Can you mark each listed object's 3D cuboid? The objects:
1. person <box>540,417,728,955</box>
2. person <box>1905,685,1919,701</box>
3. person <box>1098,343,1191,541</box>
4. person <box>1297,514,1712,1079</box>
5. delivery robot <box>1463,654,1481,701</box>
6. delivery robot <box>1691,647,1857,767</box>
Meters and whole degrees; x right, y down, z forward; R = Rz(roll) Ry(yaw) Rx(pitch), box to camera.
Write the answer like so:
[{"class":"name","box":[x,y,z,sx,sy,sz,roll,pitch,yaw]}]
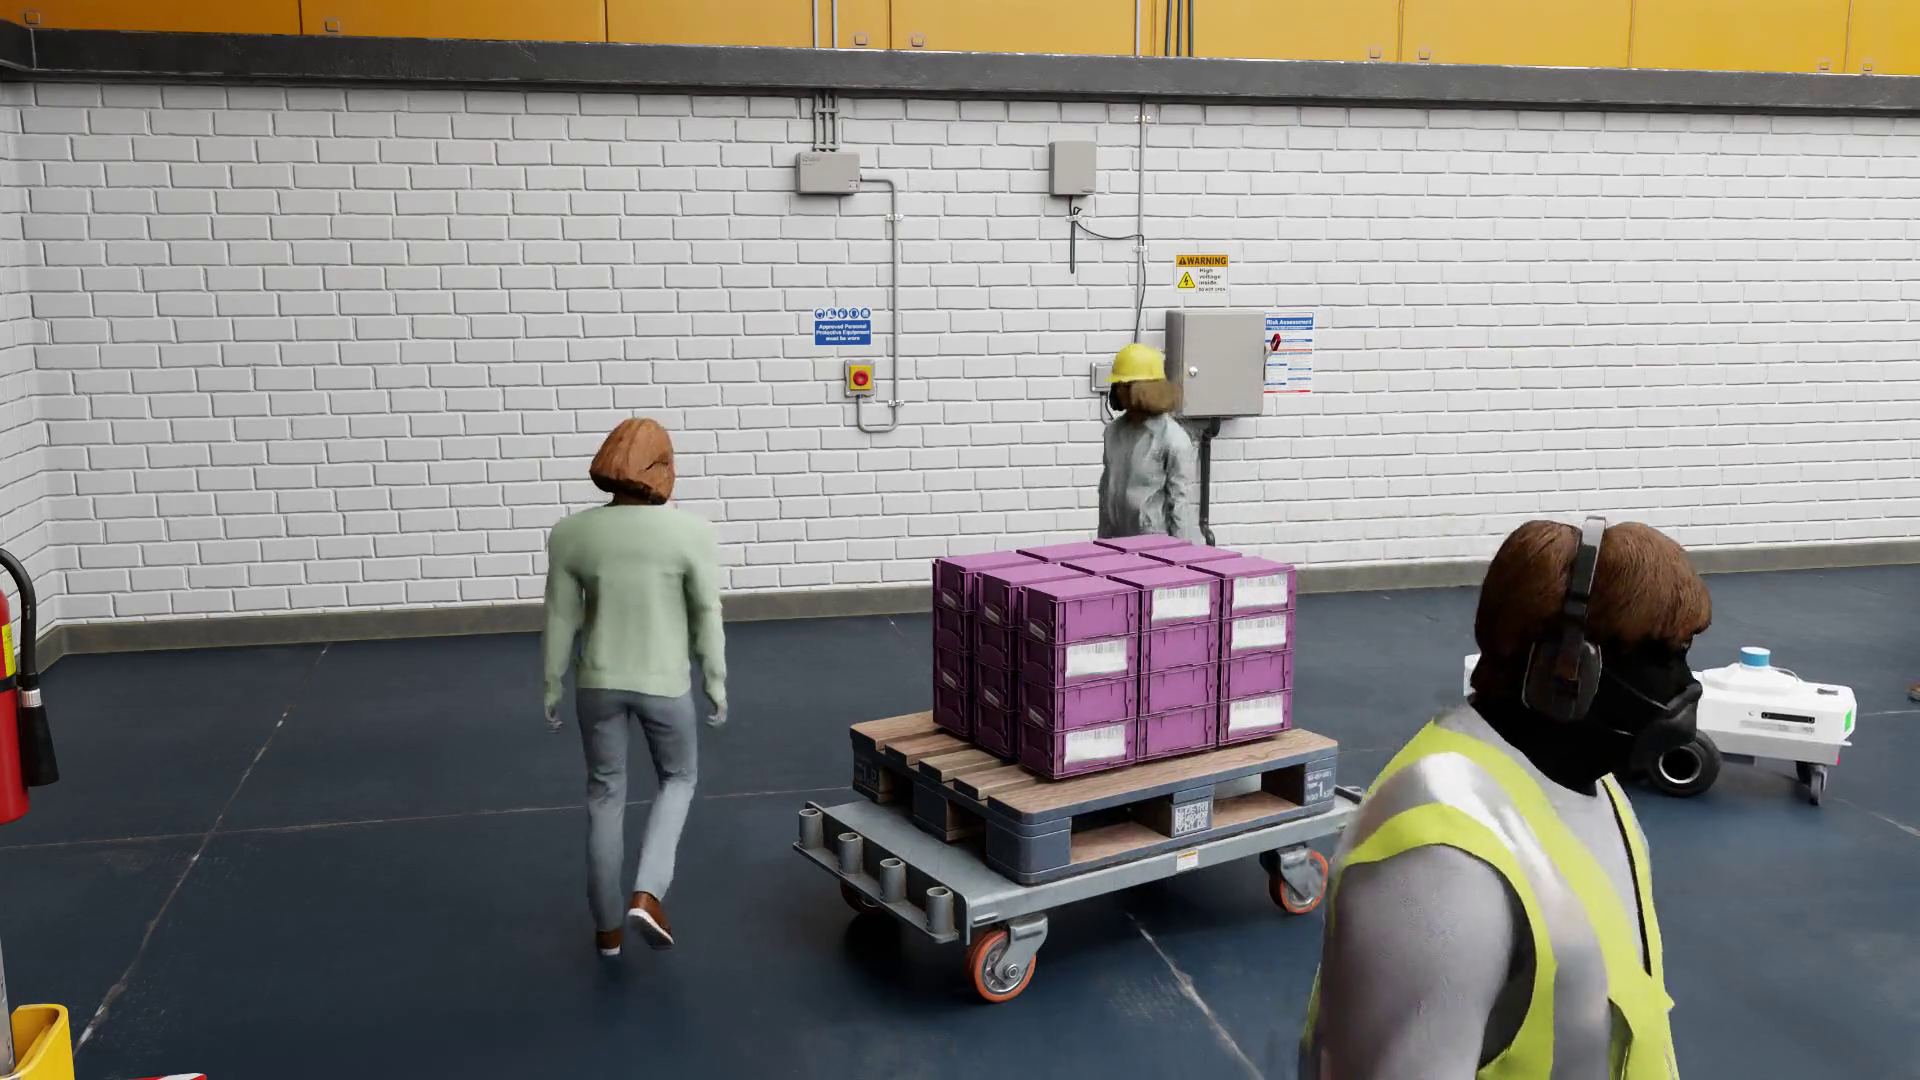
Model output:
[{"class":"person","box":[-0.972,0.448,4.907,0.573,1.612,0.401,0,10,1]},{"class":"person","box":[4.942,-0.174,7.622,1.005,1.896,0.645,-2,10,-13]},{"class":"person","box":[0.809,0.028,6.984,0.771,1.720,0.491,-7,12,-34]},{"class":"person","box":[0.637,0.873,2.004,0.442,1.824,0.652,6,12,30]},{"class":"delivery robot","box":[2.356,0.620,6.655,0.477,0.478,0.707,-5,11,-27]},{"class":"delivery robot","box":[3.062,0.659,6.436,0.707,0.478,0.477,5,11,24]}]
